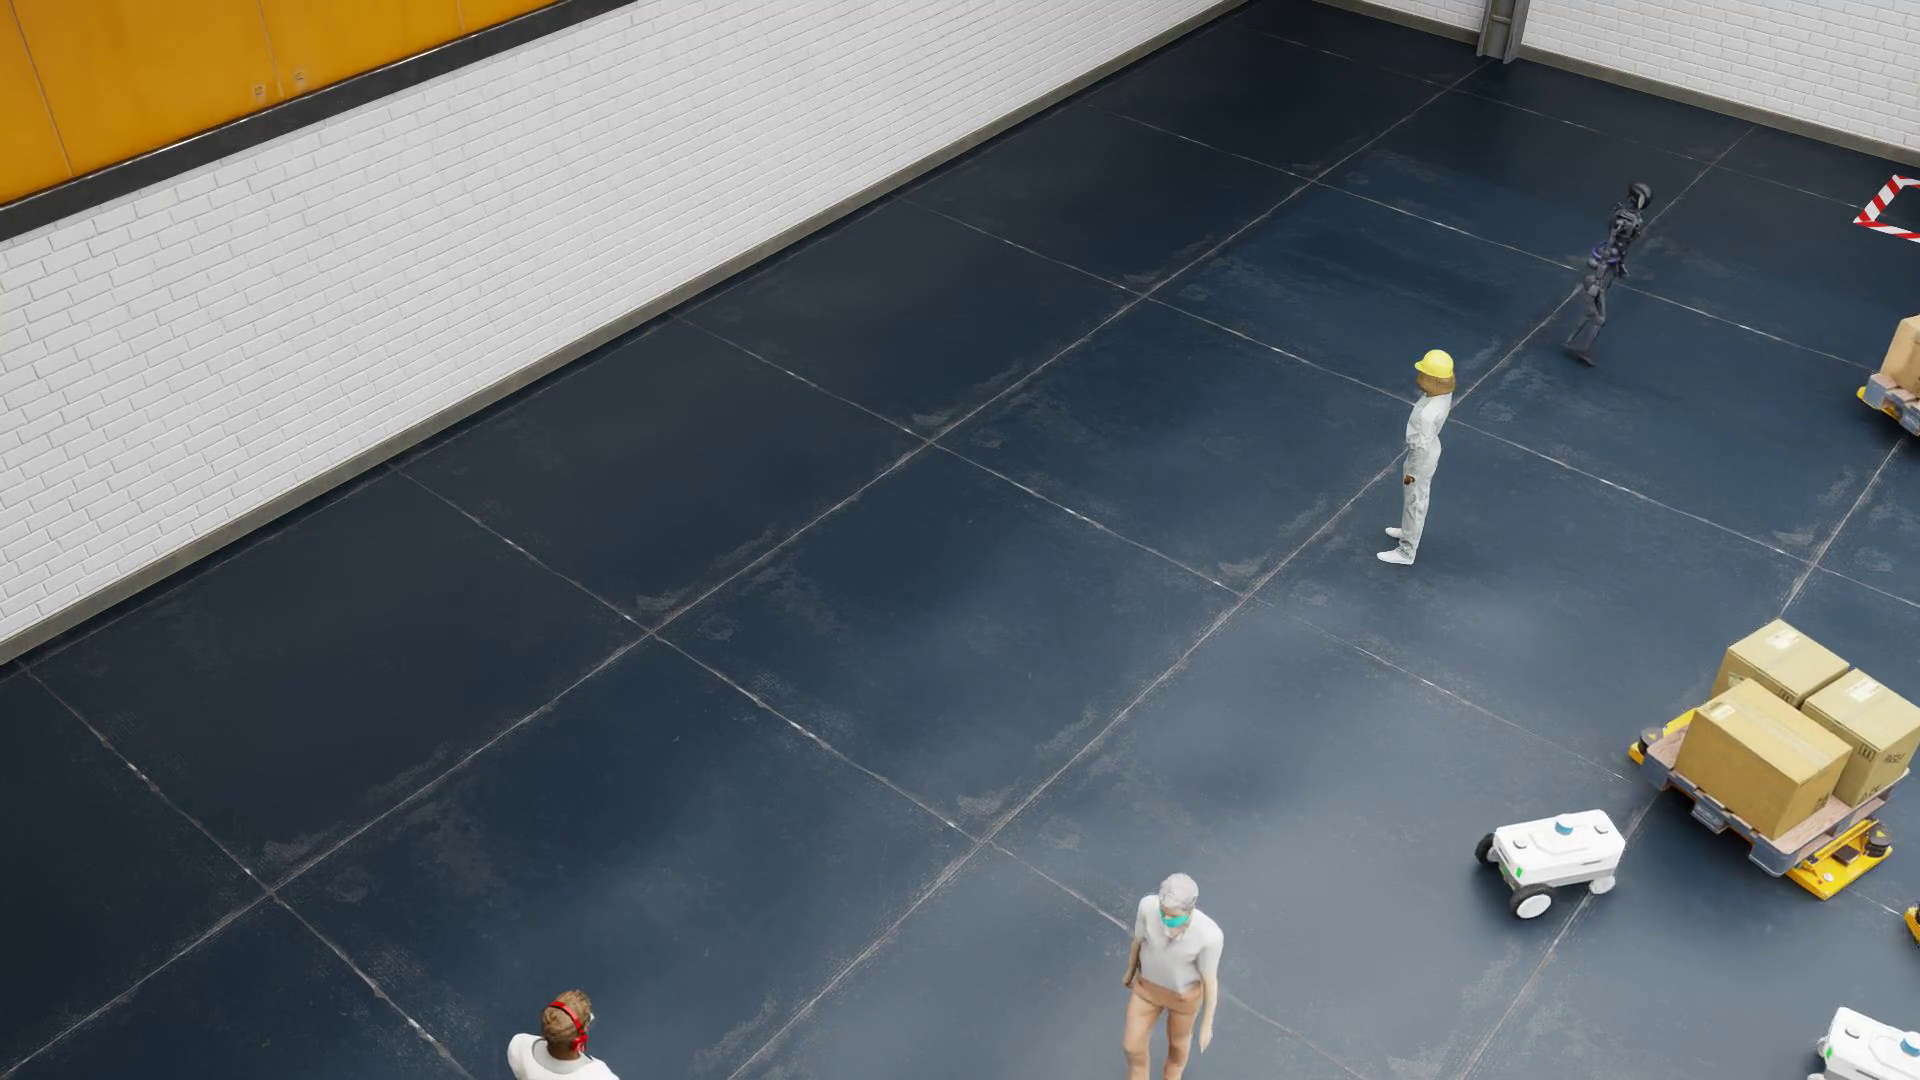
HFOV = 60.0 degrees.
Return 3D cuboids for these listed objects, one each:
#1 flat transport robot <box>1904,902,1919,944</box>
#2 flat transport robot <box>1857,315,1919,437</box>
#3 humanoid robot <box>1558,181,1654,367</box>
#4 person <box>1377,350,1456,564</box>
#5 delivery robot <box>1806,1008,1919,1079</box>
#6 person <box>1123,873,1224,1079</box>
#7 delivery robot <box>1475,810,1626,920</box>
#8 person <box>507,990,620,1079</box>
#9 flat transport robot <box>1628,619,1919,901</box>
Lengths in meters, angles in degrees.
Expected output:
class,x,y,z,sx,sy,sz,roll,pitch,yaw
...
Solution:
class,x,y,z,sx,sy,sz,roll,pitch,yaw
flat transport robot,5.851,2.568,9.098,0.659,0.231,1.431,-2,39,-2
flat transport robot,8.066,-0.931,13.442,0.659,0.231,1.431,-14,41,-17
humanoid robot,5.432,-2.270,13.990,0.437,1.642,0.610,27,46,30
person,3.264,-0.596,11.850,0.295,1.743,0.492,16,41,18
delivery robot,4.855,2.765,8.616,0.774,0.581,0.499,23,44,26
person,1.019,2.307,8.260,0.529,1.719,0.540,18,42,21
delivery robot,3.477,1.853,9.765,0.801,0.602,0.499,-8,40,-10
person,-1.744,2.736,7.647,0.570,1.832,0.398,16,41,18
flat transport robot,4.958,1.581,10.324,0.659,0.231,1.431,-22,44,-25
